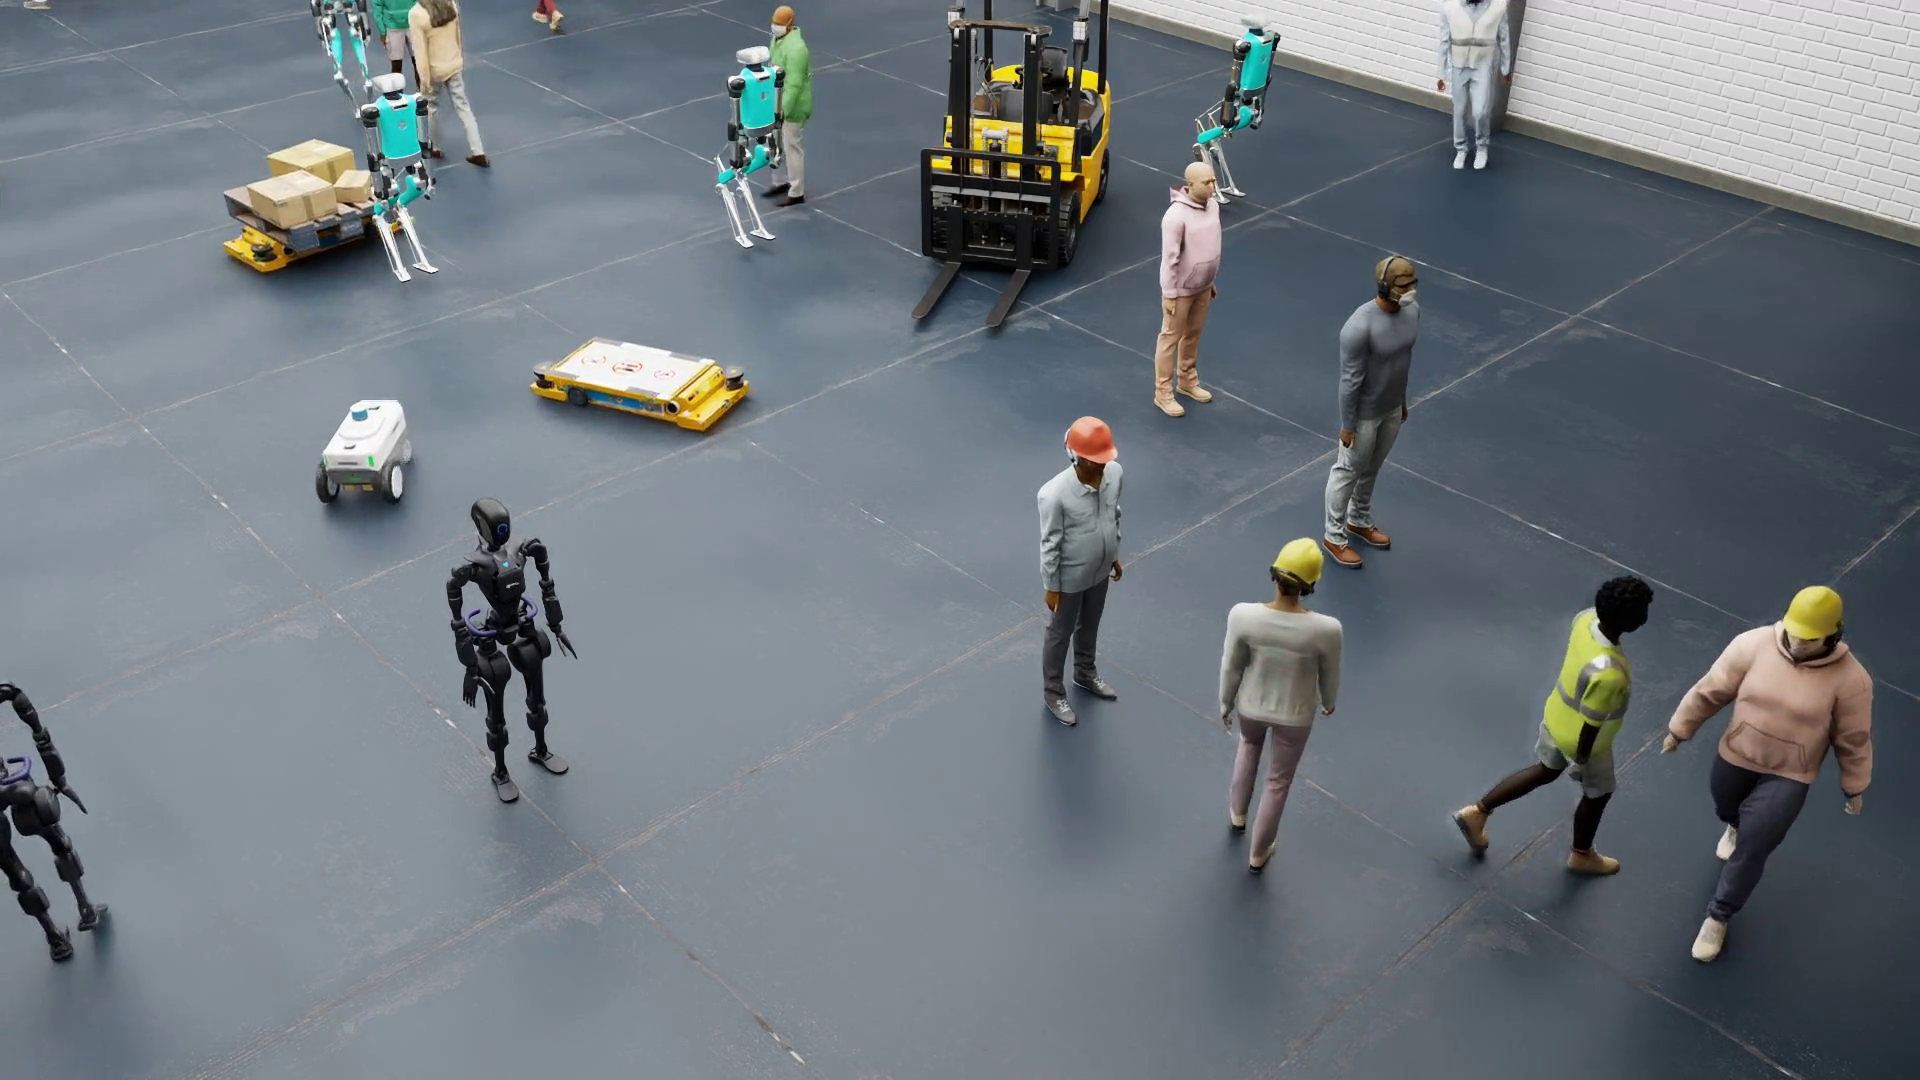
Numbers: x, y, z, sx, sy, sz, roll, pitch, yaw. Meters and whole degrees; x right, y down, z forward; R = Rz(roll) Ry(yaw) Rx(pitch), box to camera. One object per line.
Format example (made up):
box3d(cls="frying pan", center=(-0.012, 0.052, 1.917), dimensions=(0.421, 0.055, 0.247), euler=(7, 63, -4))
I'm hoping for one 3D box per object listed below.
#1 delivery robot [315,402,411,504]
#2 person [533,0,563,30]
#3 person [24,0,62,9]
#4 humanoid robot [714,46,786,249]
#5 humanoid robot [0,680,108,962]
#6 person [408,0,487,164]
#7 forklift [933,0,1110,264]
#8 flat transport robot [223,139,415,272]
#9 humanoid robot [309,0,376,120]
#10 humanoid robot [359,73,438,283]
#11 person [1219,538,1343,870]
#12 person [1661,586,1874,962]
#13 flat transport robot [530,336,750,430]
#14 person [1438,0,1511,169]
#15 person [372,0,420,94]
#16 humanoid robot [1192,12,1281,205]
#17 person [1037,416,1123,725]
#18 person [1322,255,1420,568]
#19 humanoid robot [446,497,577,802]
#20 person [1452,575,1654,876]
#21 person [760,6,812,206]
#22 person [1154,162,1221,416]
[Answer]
box3d(cls="delivery robot", center=(-3.862, -0.581, 10.817), dimensions=(0.499, 0.610, 0.804), euler=(0, 33, 0))
box3d(cls="person", center=(-4.889, -6.833, 19.327), dimensions=(0.469, 1.741, 0.823), euler=(-26, 41, -34))
box3d(cls="person", center=(-11.226, -7.315, 19.946), dimensions=(0.501, 1.872, 0.593), euler=(6, 33, 8))
box3d(cls="humanoid robot", center=(-1.798, -3.288, 13.754), dimensions=(0.533, 1.681, 0.735), euler=(-27, 41, -35))
box3d(cls="humanoid robot", center=(-4.129, 1.125, 7.161), dimensions=(0.596, 1.645, 0.355), euler=(-16, 36, -23))
box3d(cls="person", center=(-4.857, -4.420, 15.547), dimensions=(0.864, 1.848, 0.563), euler=(24, 40, 32))
box3d(cls="forklift", center=(0.570, -3.725, 14.138), dimensions=(1.214, 2.155, 2.313), euler=(9, 34, 13))
box3d(cls="flat transport robot", center=(-5.499, -2.673, 14.281), dimensions=(0.659, 0.231, 1.431), euler=(27, 42, 35))
box3d(cls="humanoid robot", center=(-6.140, -4.983, 16.514), dimensions=(0.560, 1.777, 0.817), euler=(-7, 34, -11))
box3d(cls="humanoid robot", center=(-4.493, -2.911, 13.179), dimensions=(0.533, 1.677, 0.735), euler=(-27, 41, -35))
box3d(cls="person", center=(1.478, 0.733, 7.705), dimensions=(0.517, 1.736, 0.583), euler=(14, 35, 20))
box3d(cls="person", center=(3.576, 0.919, 7.332), dimensions=(0.811, 1.827, 0.894), euler=(25, 40, 33))
box3d(cls="flat transport robot", center=(-2.295, -1.130, 11.909), dimensions=(1.431, 0.231, 0.659), euler=(13, 35, 19))
box3d(cls="person", center=(4.733, -4.351, 15.394), dimensions=(0.708, 1.871, 0.445), euler=(11, 35, 16))
box3d(cls="person", center=(-5.586, -5.145, 16.632), dimensions=(0.506, 1.847, 0.376), euler=(-17, 37, -24))
box3d(cls="humanoid robot", center=(2.347, -3.822, 14.575), dimensions=(0.533, 1.681, 0.735), euler=(-27, 41, -35))
box3d(cls="person", center=(0.637, 0.140, 8.595), dimensions=(0.561, 1.751, 0.323), euler=(-27, 42, -35))
box3d(cls="person", center=(2.443, -0.765, 9.820), dimensions=(0.630, 1.940, 0.372), euler=(-27, 42, -35))
box3d(cls="humanoid robot", center=(-2.179, 0.508, 8.086), dimensions=(0.599, 1.659, 0.315), euler=(-27, 41, -35))
box3d(cls="person", center=(2.756, 0.852, 7.575), dimensions=(0.742, 1.666, 0.526), euler=(1, 33, 1))
box3d(cls="person", center=(-1.554, -3.805, 14.640), dimensions=(0.498, 1.769, 0.586), euler=(-18, 37, -25))
box3d(cls="person", center=(1.560, -1.745, 11.466), dimensions=(0.522, 1.784, 0.401), euler=(-27, 42, -35))
